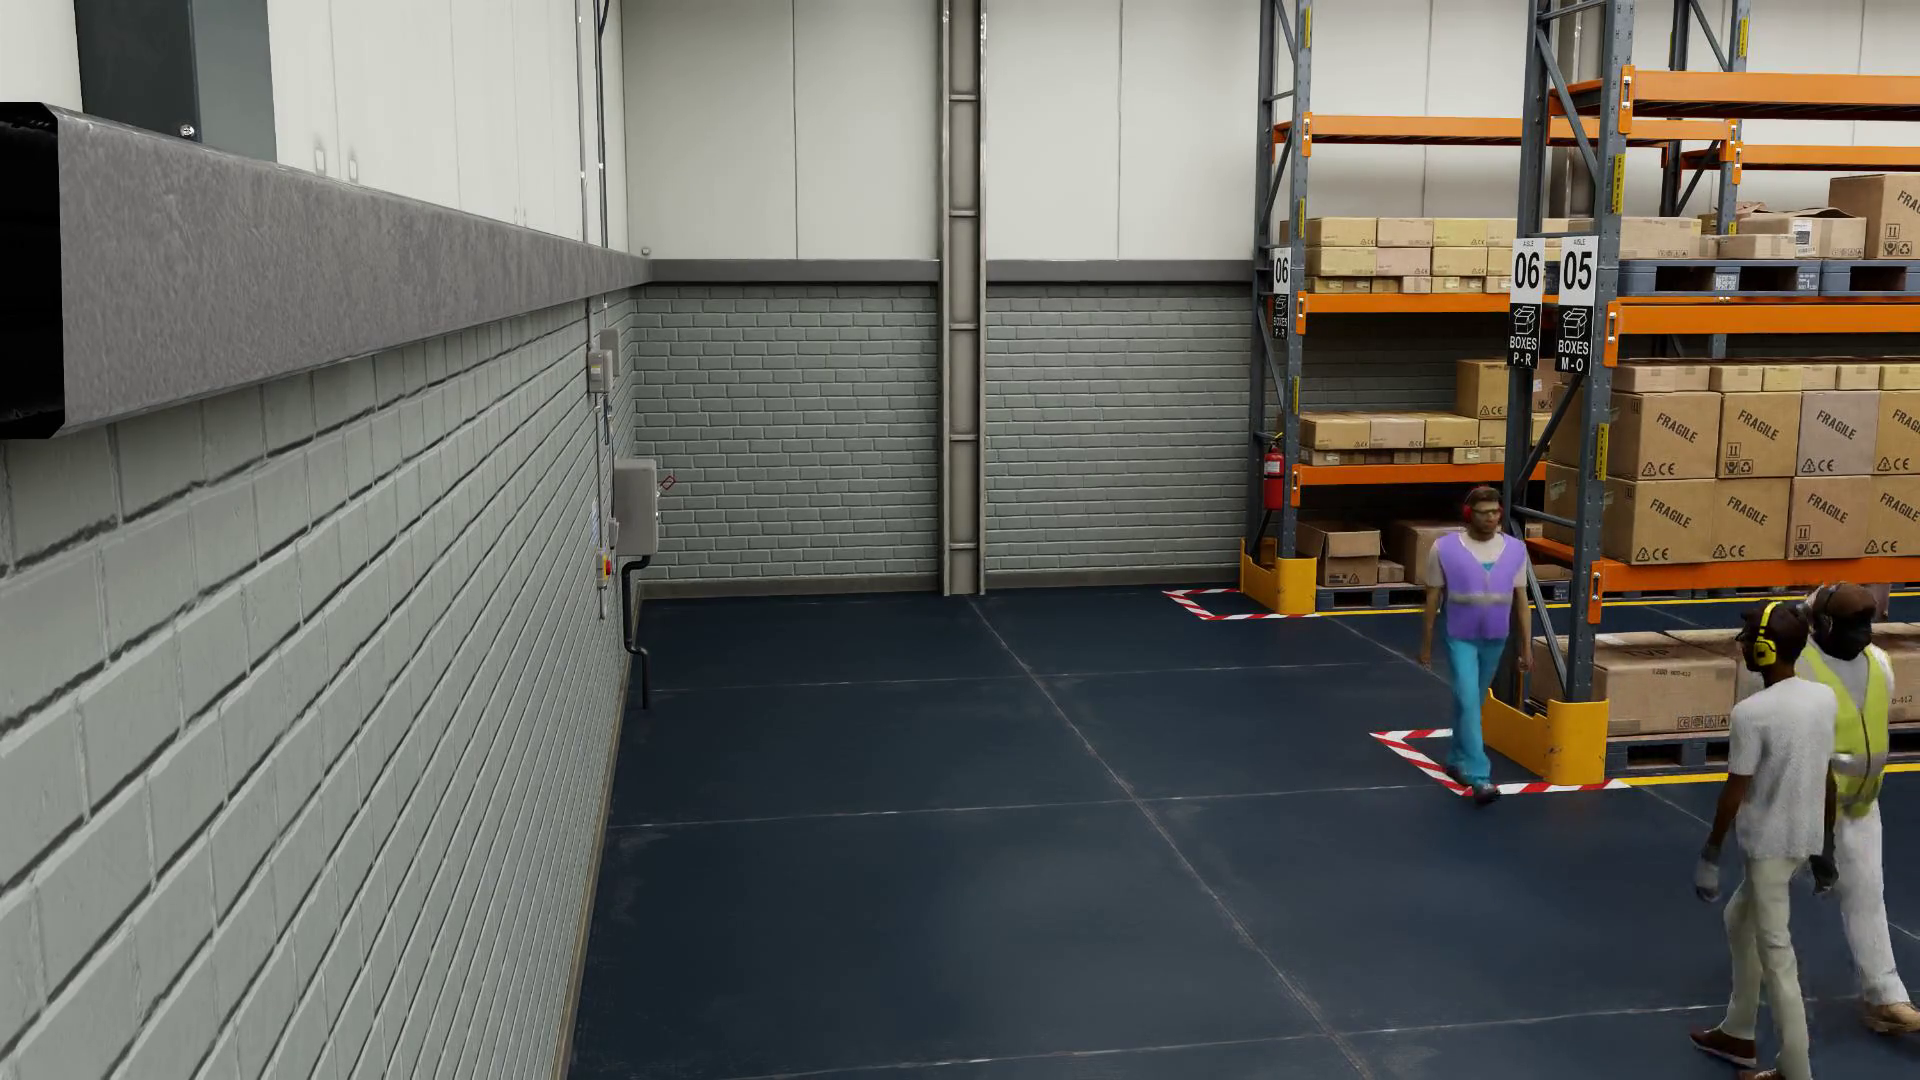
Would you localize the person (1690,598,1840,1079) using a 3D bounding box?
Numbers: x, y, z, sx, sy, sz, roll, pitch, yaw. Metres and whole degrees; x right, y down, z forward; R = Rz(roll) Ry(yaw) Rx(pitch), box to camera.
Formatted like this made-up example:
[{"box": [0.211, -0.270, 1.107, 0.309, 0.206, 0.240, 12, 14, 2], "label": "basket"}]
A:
[{"box": [2.922, 1.125, 6.145, 0.553, 1.843, 0.735, -5, 11, -29], "label": "person"}]

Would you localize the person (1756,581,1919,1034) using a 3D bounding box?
[{"box": [3.531, 1.058, 6.738, 0.646, 1.786, 0.972, -2, 9, -14], "label": "person"}]

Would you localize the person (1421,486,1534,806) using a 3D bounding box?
[{"box": [2.997, 0.602, 9.497, 0.594, 1.799, 0.925, -1, 9, -8], "label": "person"}]

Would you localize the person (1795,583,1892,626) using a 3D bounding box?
[{"box": [7.198, -0.102, 13.335, 0.812, 1.973, 0.608, -1, 9, -3], "label": "person"}]
